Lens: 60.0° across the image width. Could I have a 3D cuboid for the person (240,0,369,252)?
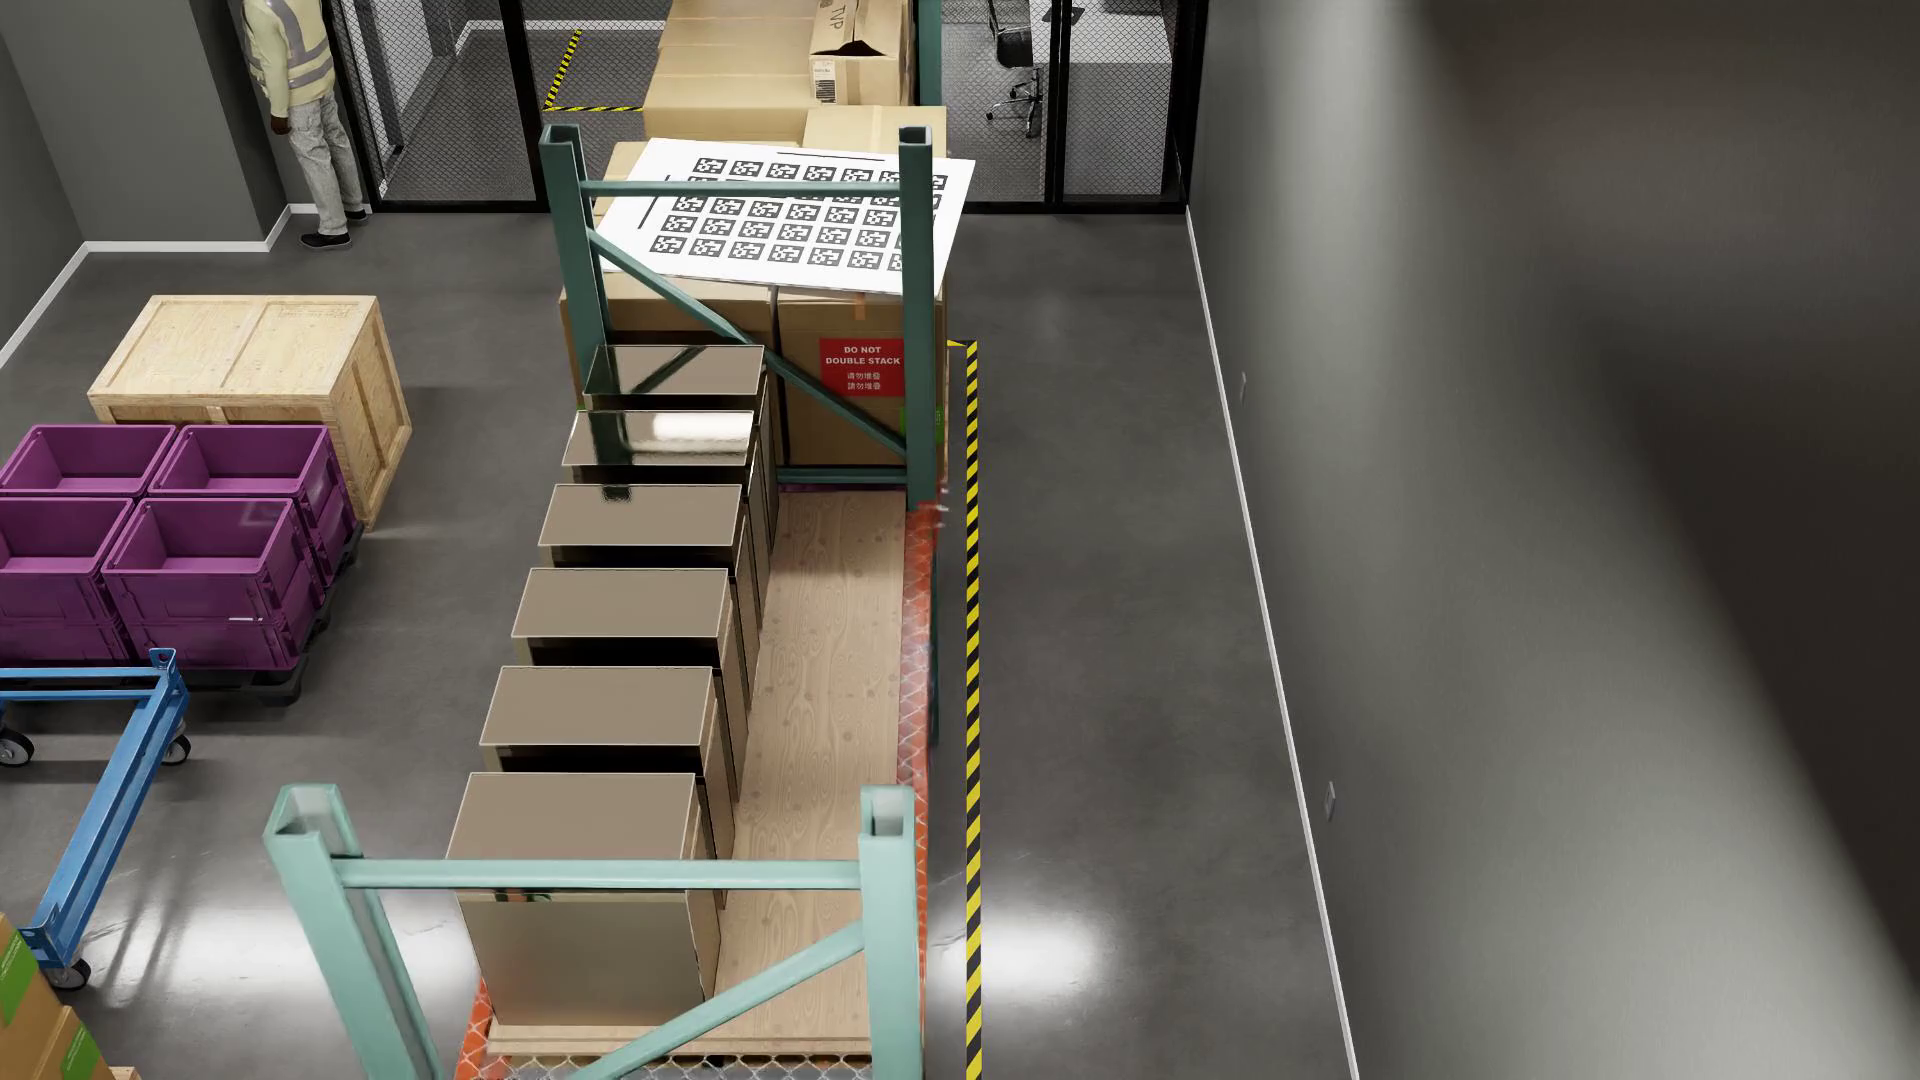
[{"bbox_3d":[-3.471,-2.392,8.700,0.403,1.833,0.590,5,41,6],"label":"person"}]
